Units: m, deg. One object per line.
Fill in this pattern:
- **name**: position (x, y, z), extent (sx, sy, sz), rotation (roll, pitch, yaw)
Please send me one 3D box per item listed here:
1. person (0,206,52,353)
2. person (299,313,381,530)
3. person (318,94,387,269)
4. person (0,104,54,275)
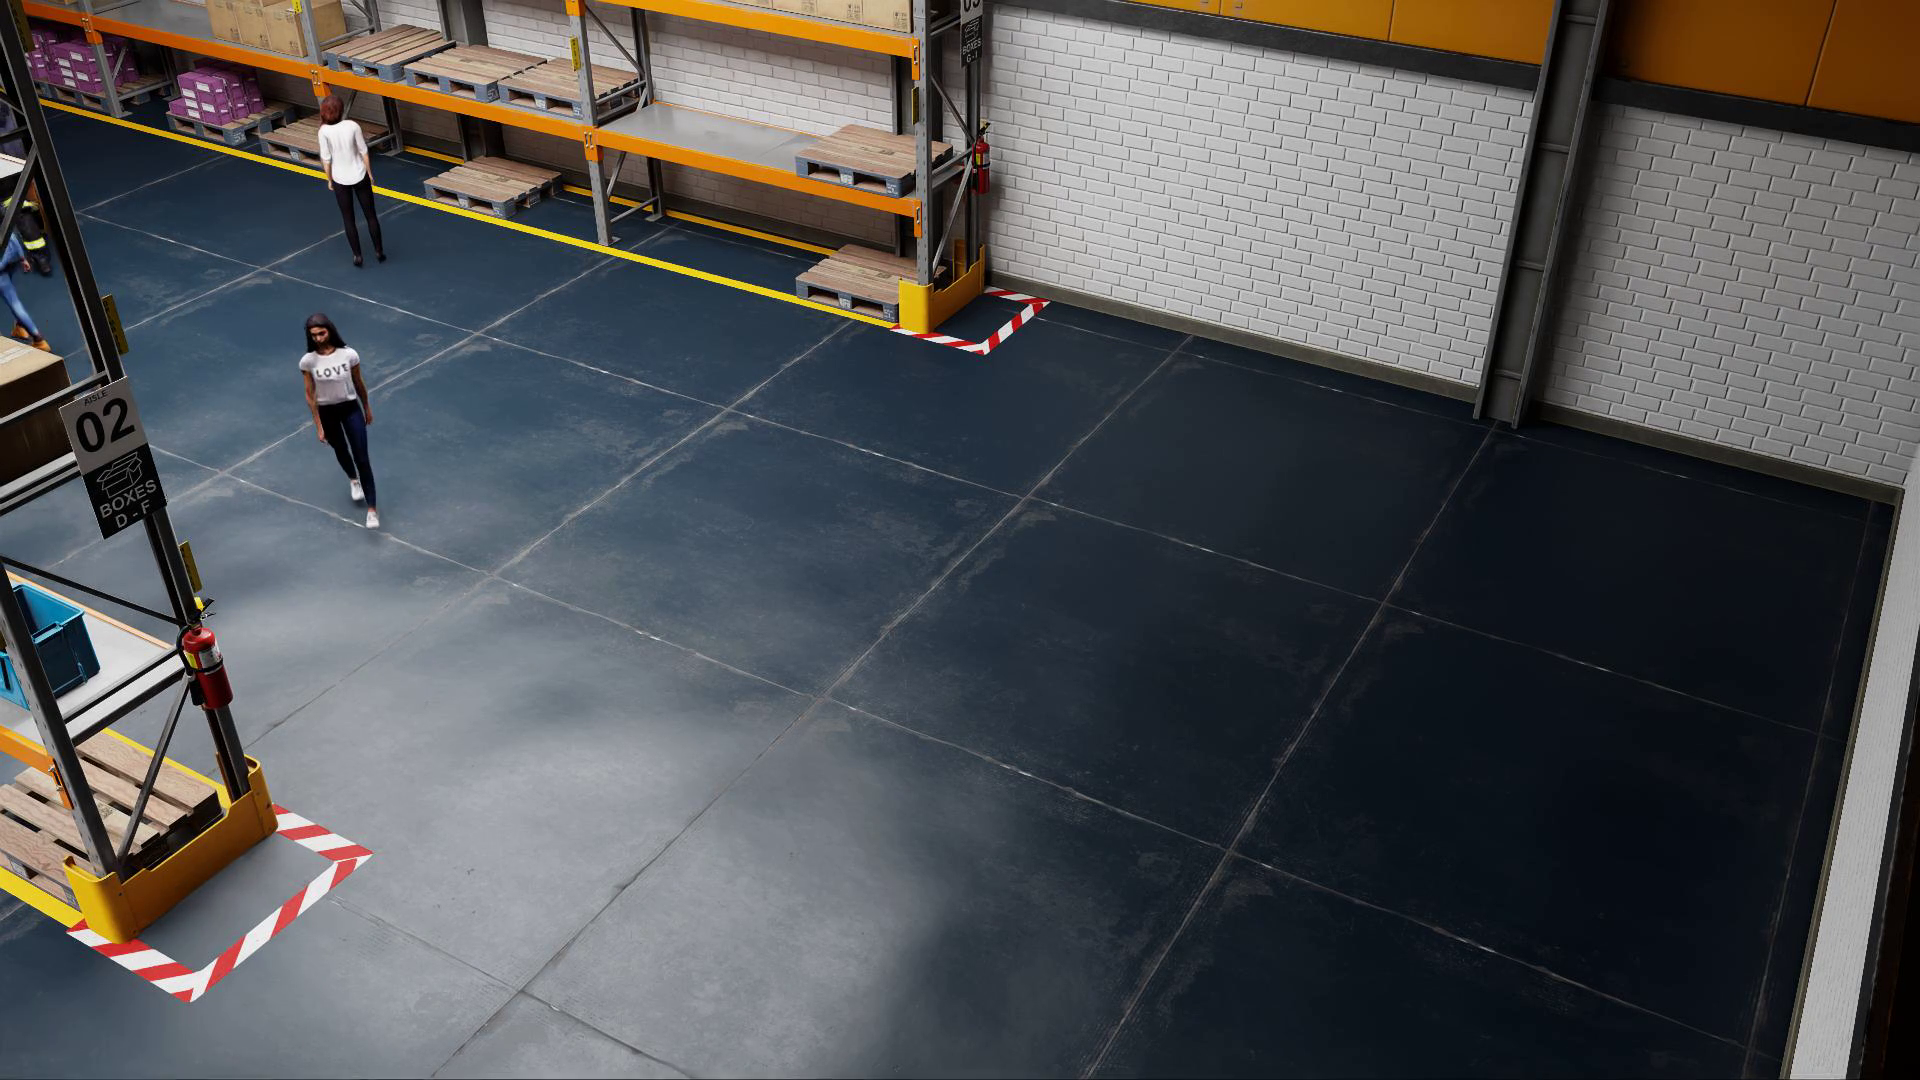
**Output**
- **person**: position (-8.752, -2.499, 15.298), extent (0.830, 1.681, 0.687), rotation (11, 35, 17)
- **person**: position (-4.852, -0.974, 12.971), extent (1.047, 1.718, 1.190), rotation (-13, 36, -18)
- **person**: position (-6.197, -3.644, 16.919), extent (0.691, 1.794, 0.711), rotation (-15, 36, -21)
- **person**: position (-9.632, -3.692, 16.995), extent (0.982, 1.790, 1.283), rotation (-26, 41, -33)
